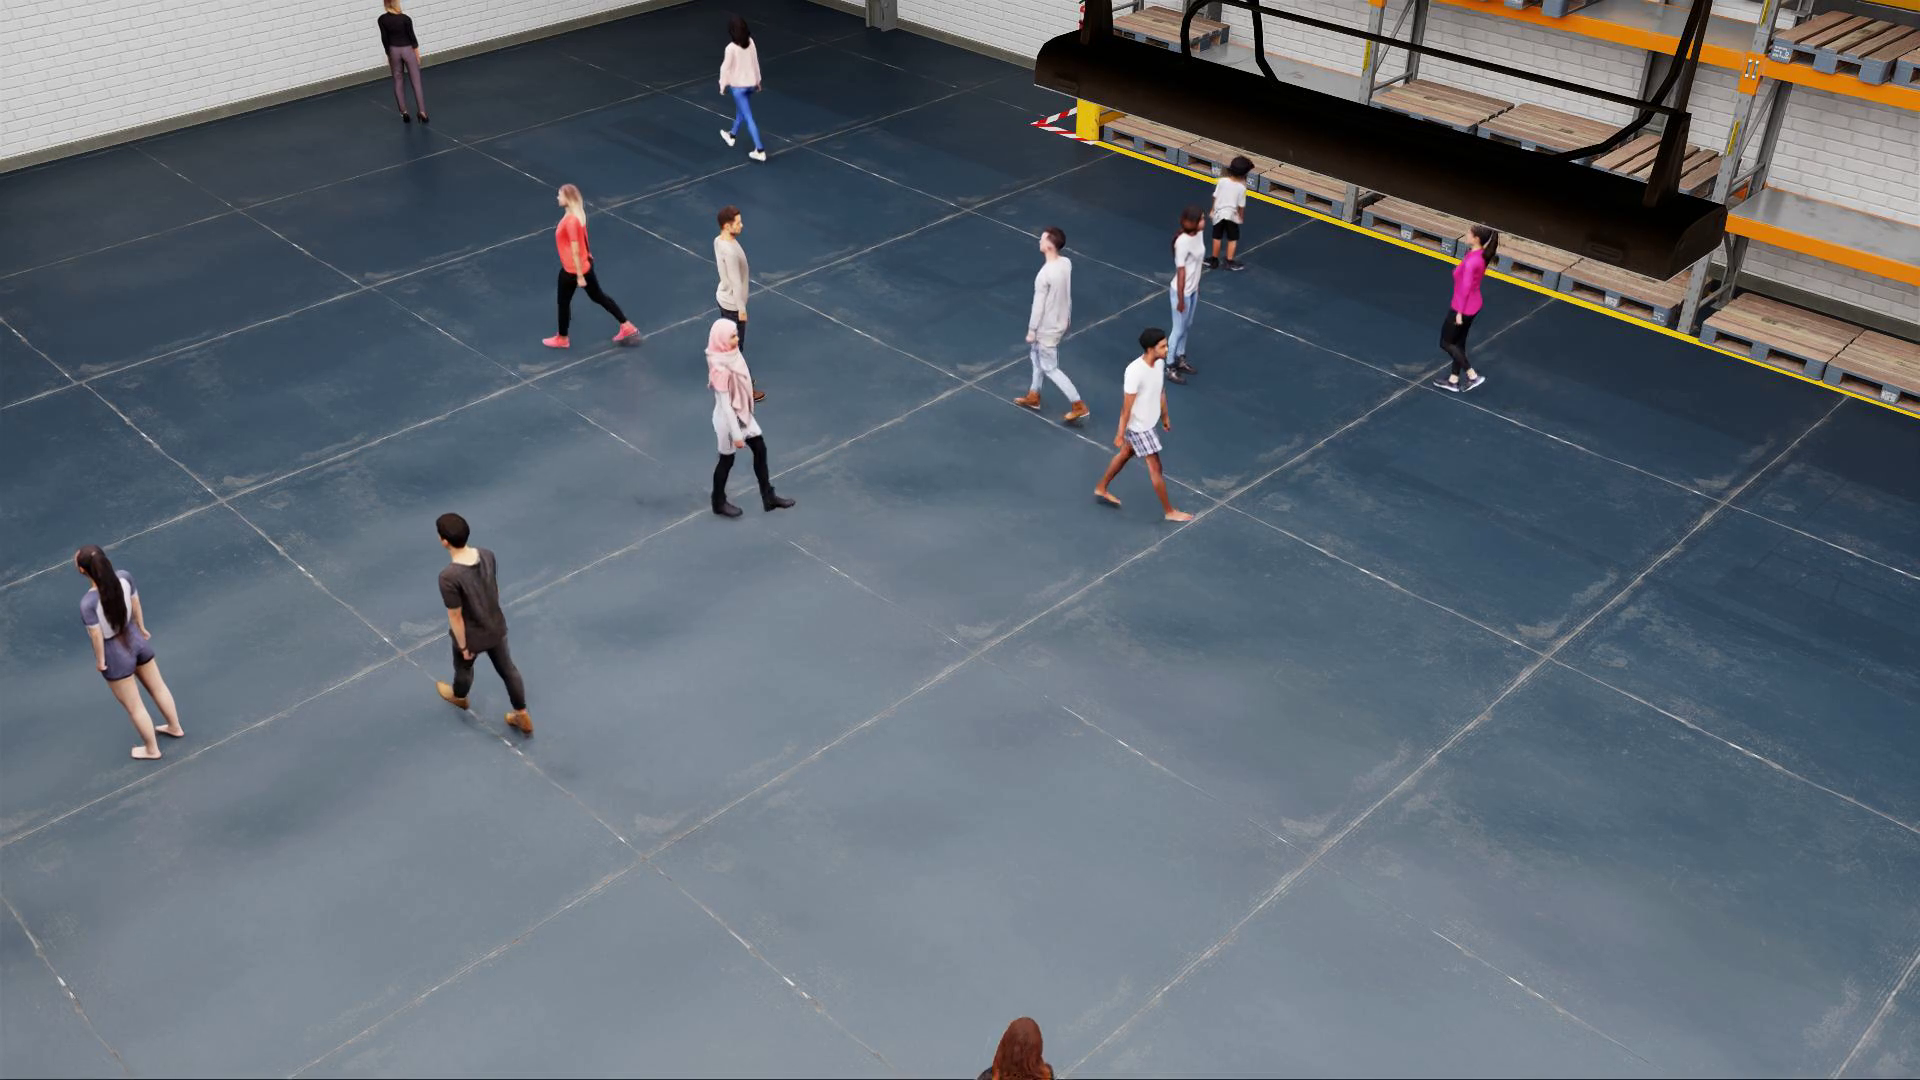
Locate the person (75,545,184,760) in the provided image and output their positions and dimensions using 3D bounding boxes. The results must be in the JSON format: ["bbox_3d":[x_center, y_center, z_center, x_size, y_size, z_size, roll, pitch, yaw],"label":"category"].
[{"bbox_3d":[-5.505,0.729,10.971,0.653,1.650,0.664,10,35,15],"label":"person"}]

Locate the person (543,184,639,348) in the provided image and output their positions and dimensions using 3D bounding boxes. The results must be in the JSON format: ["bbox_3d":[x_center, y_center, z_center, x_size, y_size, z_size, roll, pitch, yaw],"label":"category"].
[{"bbox_3d":[-3.566,-2.599,15.971,1.165,1.656,1.118,-1,34,-1],"label":"person"}]

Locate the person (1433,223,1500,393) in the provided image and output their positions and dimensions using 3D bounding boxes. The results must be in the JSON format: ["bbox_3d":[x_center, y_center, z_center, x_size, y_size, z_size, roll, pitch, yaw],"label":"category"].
[{"bbox_3d":[4.693,-2.087,15.175,0.766,1.686,0.651,20,39,27],"label":"person"}]

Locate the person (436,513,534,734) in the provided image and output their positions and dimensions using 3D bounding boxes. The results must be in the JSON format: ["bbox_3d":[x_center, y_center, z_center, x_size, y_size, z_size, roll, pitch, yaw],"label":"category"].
[{"bbox_3d":[-3.170,0.599,11.147,1.066,1.672,0.677,25,41,32],"label":"person"}]

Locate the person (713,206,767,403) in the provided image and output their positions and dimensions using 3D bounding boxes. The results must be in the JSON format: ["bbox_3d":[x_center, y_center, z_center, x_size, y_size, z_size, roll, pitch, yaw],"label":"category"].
[{"bbox_3d":[-2.072,-2.148,15.107,0.794,1.862,0.654,-12,35,-18],"label":"person"}]

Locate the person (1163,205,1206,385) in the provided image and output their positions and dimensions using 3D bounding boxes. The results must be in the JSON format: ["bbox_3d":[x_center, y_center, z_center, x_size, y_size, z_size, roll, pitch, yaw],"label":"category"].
[{"bbox_3d":[2.087,-2.303,15.468,0.600,1.721,0.628,18,38,25],"label":"person"}]

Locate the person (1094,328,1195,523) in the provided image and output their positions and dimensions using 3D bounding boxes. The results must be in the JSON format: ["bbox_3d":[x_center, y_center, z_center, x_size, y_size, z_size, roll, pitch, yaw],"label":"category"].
[{"bbox_3d":[1.391,-0.948,13.469,1.214,1.678,0.888,16,37,23],"label":"person"}]

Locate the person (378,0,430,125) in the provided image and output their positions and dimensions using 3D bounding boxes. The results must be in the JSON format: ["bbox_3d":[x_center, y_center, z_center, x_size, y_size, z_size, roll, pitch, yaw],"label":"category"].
[{"bbox_3d":[-7.149,-6.172,21.334,0.677,1.671,0.728,-1,34,-2],"label":"person"}]

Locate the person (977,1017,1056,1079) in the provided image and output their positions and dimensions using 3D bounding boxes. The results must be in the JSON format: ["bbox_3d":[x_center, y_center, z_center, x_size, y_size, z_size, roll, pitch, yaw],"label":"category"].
[{"bbox_3d":[0.221,2.856,7.927,0.699,1.476,0.655,-16,37,-22],"label":"person"}]

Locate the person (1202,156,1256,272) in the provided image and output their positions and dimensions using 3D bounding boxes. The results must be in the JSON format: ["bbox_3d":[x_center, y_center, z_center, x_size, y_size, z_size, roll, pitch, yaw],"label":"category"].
[{"bbox_3d":[2.803,-3.474,17.664,0.560,1.241,0.758,4,34,6],"label":"person"}]

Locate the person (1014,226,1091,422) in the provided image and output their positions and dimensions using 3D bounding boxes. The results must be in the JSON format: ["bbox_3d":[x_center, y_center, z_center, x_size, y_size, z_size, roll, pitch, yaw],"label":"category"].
[{"bbox_3d":[0.861,-1.874,14.734,1.136,1.820,0.887,16,37,23],"label":"person"}]

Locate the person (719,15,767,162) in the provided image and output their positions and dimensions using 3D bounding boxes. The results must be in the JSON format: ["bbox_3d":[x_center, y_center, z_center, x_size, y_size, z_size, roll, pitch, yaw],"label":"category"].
[{"bbox_3d":[-2.576,-5.444,20.192,1.102,1.723,0.705,26,42,34],"label":"person"}]

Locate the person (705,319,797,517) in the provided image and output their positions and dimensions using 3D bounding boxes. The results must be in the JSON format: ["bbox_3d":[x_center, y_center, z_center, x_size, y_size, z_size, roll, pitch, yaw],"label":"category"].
[{"bbox_3d":[-1.921,-0.954,13.383,1.048,1.782,0.941,5,34,7],"label":"person"}]
